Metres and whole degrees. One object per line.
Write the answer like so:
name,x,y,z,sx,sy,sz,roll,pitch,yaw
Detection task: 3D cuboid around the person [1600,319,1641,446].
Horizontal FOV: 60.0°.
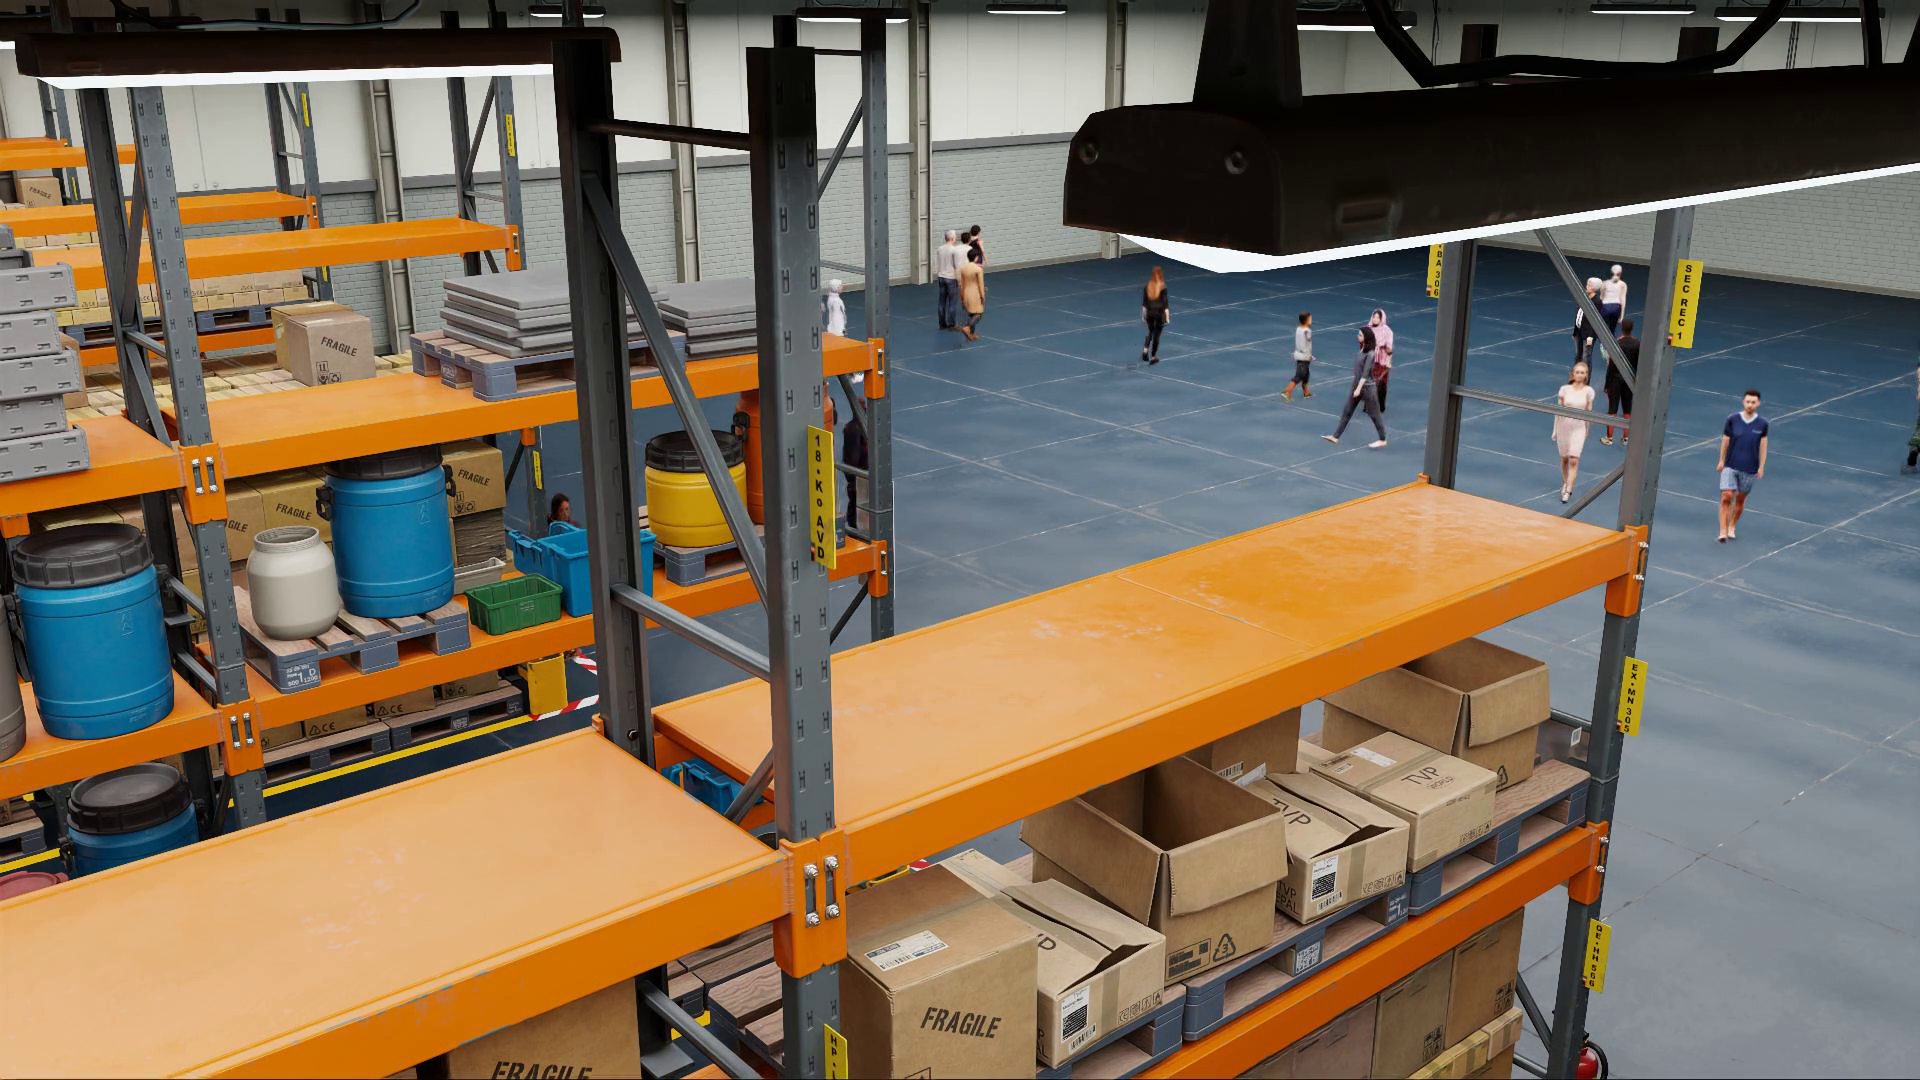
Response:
person,9.425,-2.255,23.680,0.693,1.807,0.762,1,18,3

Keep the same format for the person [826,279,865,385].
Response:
person,-2.121,-3.359,27.193,1.219,1.731,0.907,-6,19,-17

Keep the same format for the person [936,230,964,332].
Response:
person,-0.220,-4.984,31.896,0.767,1.909,0.662,16,24,40

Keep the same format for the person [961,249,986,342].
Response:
person,0.194,-4.496,30.712,0.793,1.715,0.936,12,22,33

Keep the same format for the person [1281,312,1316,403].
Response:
person,5.390,-2.933,26.374,1.034,1.429,0.675,-11,21,-30

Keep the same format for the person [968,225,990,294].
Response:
person,0.280,-5.881,35.273,0.907,1.524,0.574,-17,24,-41

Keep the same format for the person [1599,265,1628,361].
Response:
person,11.361,-3.943,29.068,0.938,1.681,1.086,7,19,20

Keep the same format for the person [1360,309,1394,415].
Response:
person,6.387,-2.727,25.417,0.705,1.628,0.715,13,22,35

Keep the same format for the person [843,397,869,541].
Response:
person,-1.250,-0.744,19.026,0.887,1.815,0.844,0,18,0

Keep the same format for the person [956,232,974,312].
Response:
person,0.078,-5.465,33.908,0.681,1.578,0.695,12,21,32

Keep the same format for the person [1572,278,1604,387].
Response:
person,9.453,-3.130,25.225,0.751,1.783,0.823,-3,18,-10

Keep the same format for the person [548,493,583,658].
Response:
person,-3.847,0.363,15.867,0.742,1.667,0.711,12,21,32

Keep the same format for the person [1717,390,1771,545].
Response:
person,9.119,-0.871,19.427,0.962,1.810,1.179,8,20,22

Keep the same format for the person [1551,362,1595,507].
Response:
person,7.688,-1.344,20.925,0.876,1.781,1.191,9,20,26

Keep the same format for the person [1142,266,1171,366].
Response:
person,3.335,-3.868,28.804,0.667,1.702,0.703,14,22,36

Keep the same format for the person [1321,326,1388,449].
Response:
person,5.786,-2.107,23.367,1.213,1.719,1.075,-1,18,-2
